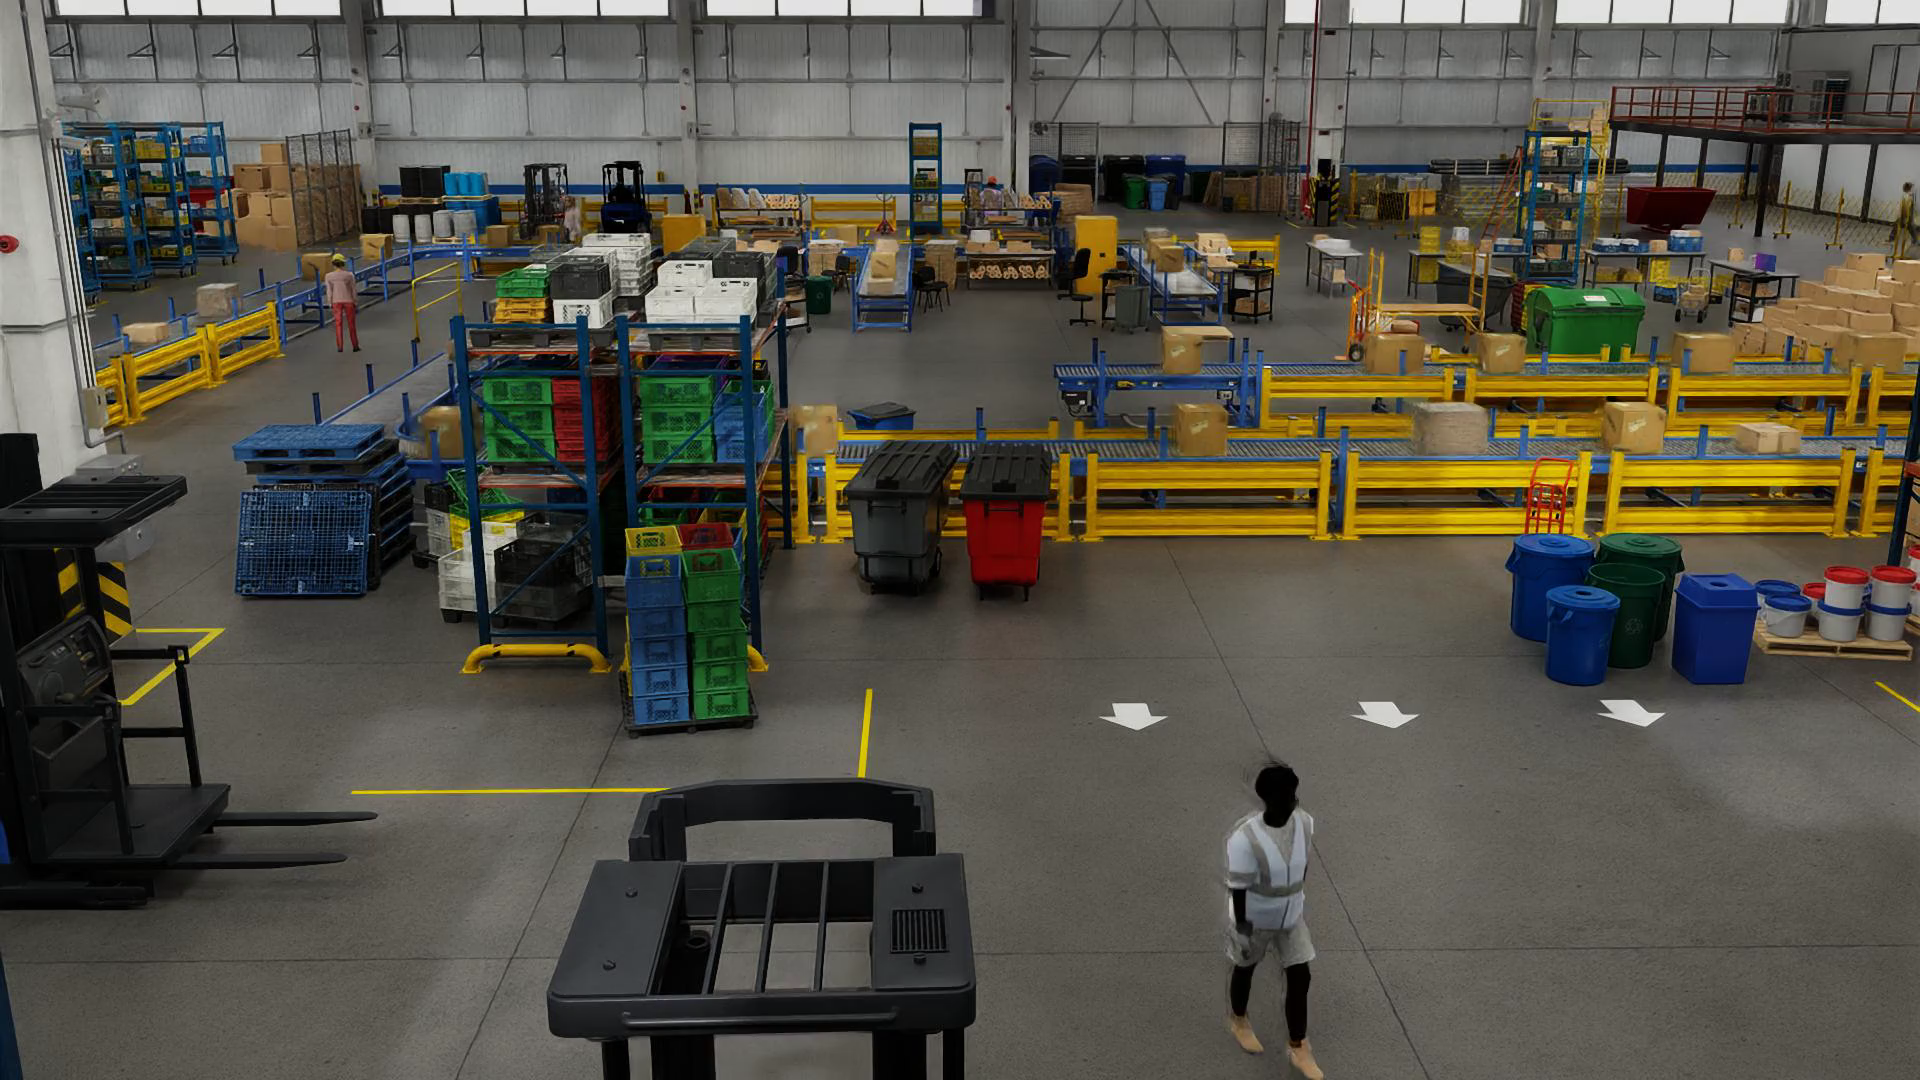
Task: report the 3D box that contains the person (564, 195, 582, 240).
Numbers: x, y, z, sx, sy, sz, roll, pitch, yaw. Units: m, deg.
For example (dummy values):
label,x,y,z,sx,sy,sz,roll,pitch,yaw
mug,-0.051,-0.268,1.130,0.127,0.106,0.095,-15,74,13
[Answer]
label,x,y,z,sx,sy,sz,roll,pitch,yaw
person,-9.619,-7.633,41.384,0.803,1.884,0.663,-11,19,-34

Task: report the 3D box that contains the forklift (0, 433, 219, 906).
label,x,y,z,sx,sy,sz,roll,pitch,yaw
forklift,-5.952,0.780,10.366,1.873,2.768,1.129,0,16,-1

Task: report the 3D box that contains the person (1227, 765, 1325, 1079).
label,x,y,z,sx,sy,sz,roll,pitch,yaw
person,1.620,1.951,8.440,0.546,1.661,0.752,-7,18,-24

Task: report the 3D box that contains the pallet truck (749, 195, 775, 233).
label,x,y,z,sx,sy,sz,roll,pitch,yaw
pallet truck,-6.051,-9.967,50.660,0.680,1.201,1.601,0,16,-1

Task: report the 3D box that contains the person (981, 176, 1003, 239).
label,x,y,z,sx,sy,sz,roll,pitch,yaw
person,0.874,-8.936,45.628,0.608,2.044,0.377,3,16,10

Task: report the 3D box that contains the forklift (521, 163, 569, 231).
label,x,y,z,sx,sy,sz,roll,pitch,yaw
forklift,-12.233,-10.122,49.298,1.157,1.987,2.680,0,16,-1

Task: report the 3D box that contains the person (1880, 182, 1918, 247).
label,x,y,z,sx,sy,sz,roll,pitch,yaw
person,26.713,-9.193,46.983,0.516,1.800,0.983,-11,19,-33

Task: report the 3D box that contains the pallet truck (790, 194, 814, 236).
label,x,y,z,sx,sy,sz,roll,pitch,yaw
pallet truck,-4.814,-9.883,50.259,0.704,1.261,1.522,-1,16,-3

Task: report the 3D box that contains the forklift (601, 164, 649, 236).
label,x,y,z,sx,sy,sz,roll,pitch,yaw
forklift,-9.948,-10.127,49.296,1.157,1.987,2.680,-1,16,-3

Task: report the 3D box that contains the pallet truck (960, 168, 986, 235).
label,x,y,z,sx,sy,sz,roll,pitch,yaw
pallet truck,0.383,-10.230,50.206,0.823,1.965,1.885,-1,16,-3

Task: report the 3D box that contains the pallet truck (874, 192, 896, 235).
label,x,y,z,sx,sy,sz,roll,pitch,yaw
pallet truck,-2.277,-9.986,50.594,0.653,1.274,1.630,0,16,-1

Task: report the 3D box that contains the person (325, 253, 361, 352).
label,x,y,z,sx,sy,sz,roll,pitch,yaw
person,-11.071,-4.253,29.847,0.524,1.768,0.311,-3,16,-11

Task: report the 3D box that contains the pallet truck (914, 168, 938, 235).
label,x,y,z,sx,sy,sz,roll,pitch,yaw
pallet truck,-0.989,-10.316,50.507,0.823,1.965,1.885,1,16,3

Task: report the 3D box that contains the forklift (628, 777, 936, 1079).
label,x,y,z,sx,sy,sz,roll,pitch,yaw
forklift,-0.542,2.165,5.552,1.129,2.768,1.873,-1,16,-2
